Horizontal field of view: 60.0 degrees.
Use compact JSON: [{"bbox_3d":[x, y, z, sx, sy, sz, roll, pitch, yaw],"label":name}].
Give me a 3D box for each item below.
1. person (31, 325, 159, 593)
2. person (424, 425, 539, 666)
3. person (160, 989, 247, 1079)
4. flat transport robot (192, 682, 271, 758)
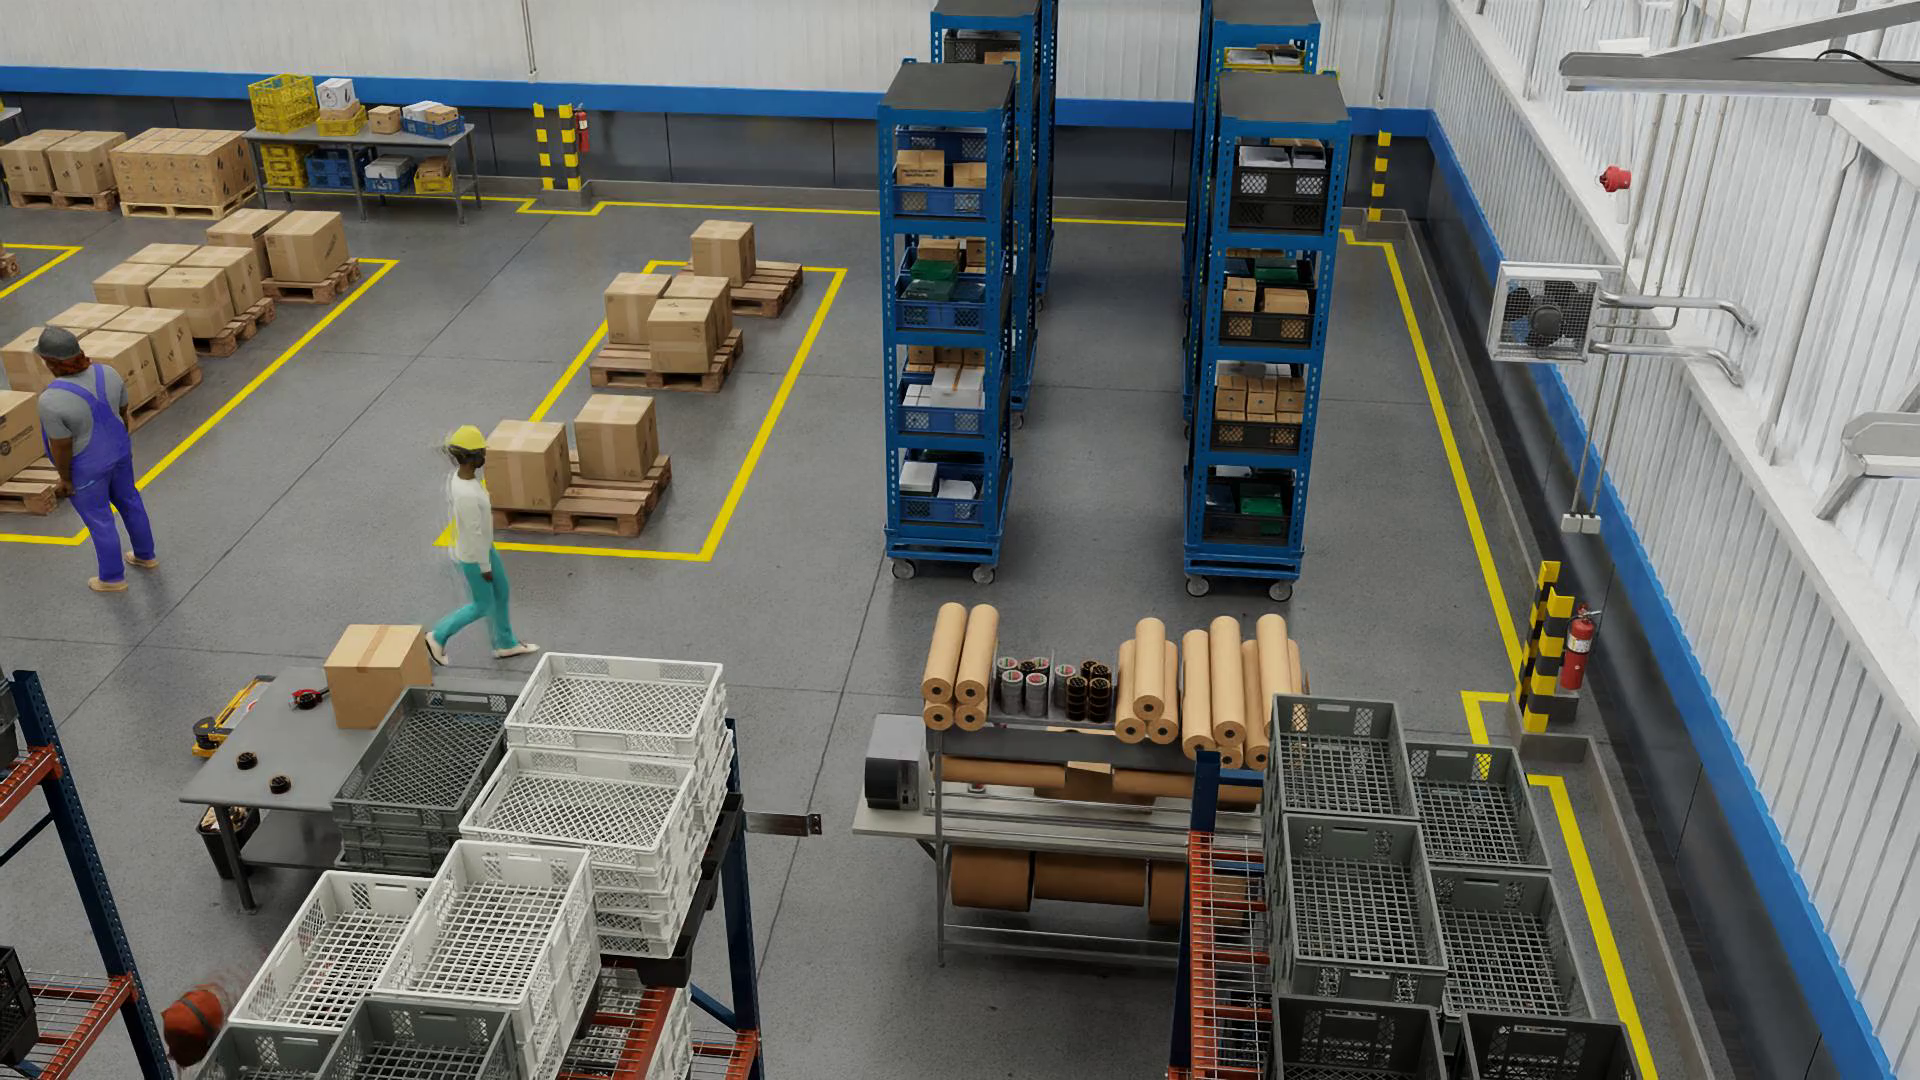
[{"bbox_3d":[-6.261,-0.594,11.935,0.537,2.000,0.681,10,32,16],"label":"person"},{"bbox_3d":[-3.288,0.073,11.092,0.667,1.724,0.546,-6,31,-10],"label":"person"},{"bbox_3d":[-2.969,2.574,6.669,0.590,1.865,0.741,21,36,31],"label":"person"},{"bbox_3d":[-4.089,1.163,10.648,1.431,0.197,0.652,3,30,6],"label":"flat transport robot"}]
